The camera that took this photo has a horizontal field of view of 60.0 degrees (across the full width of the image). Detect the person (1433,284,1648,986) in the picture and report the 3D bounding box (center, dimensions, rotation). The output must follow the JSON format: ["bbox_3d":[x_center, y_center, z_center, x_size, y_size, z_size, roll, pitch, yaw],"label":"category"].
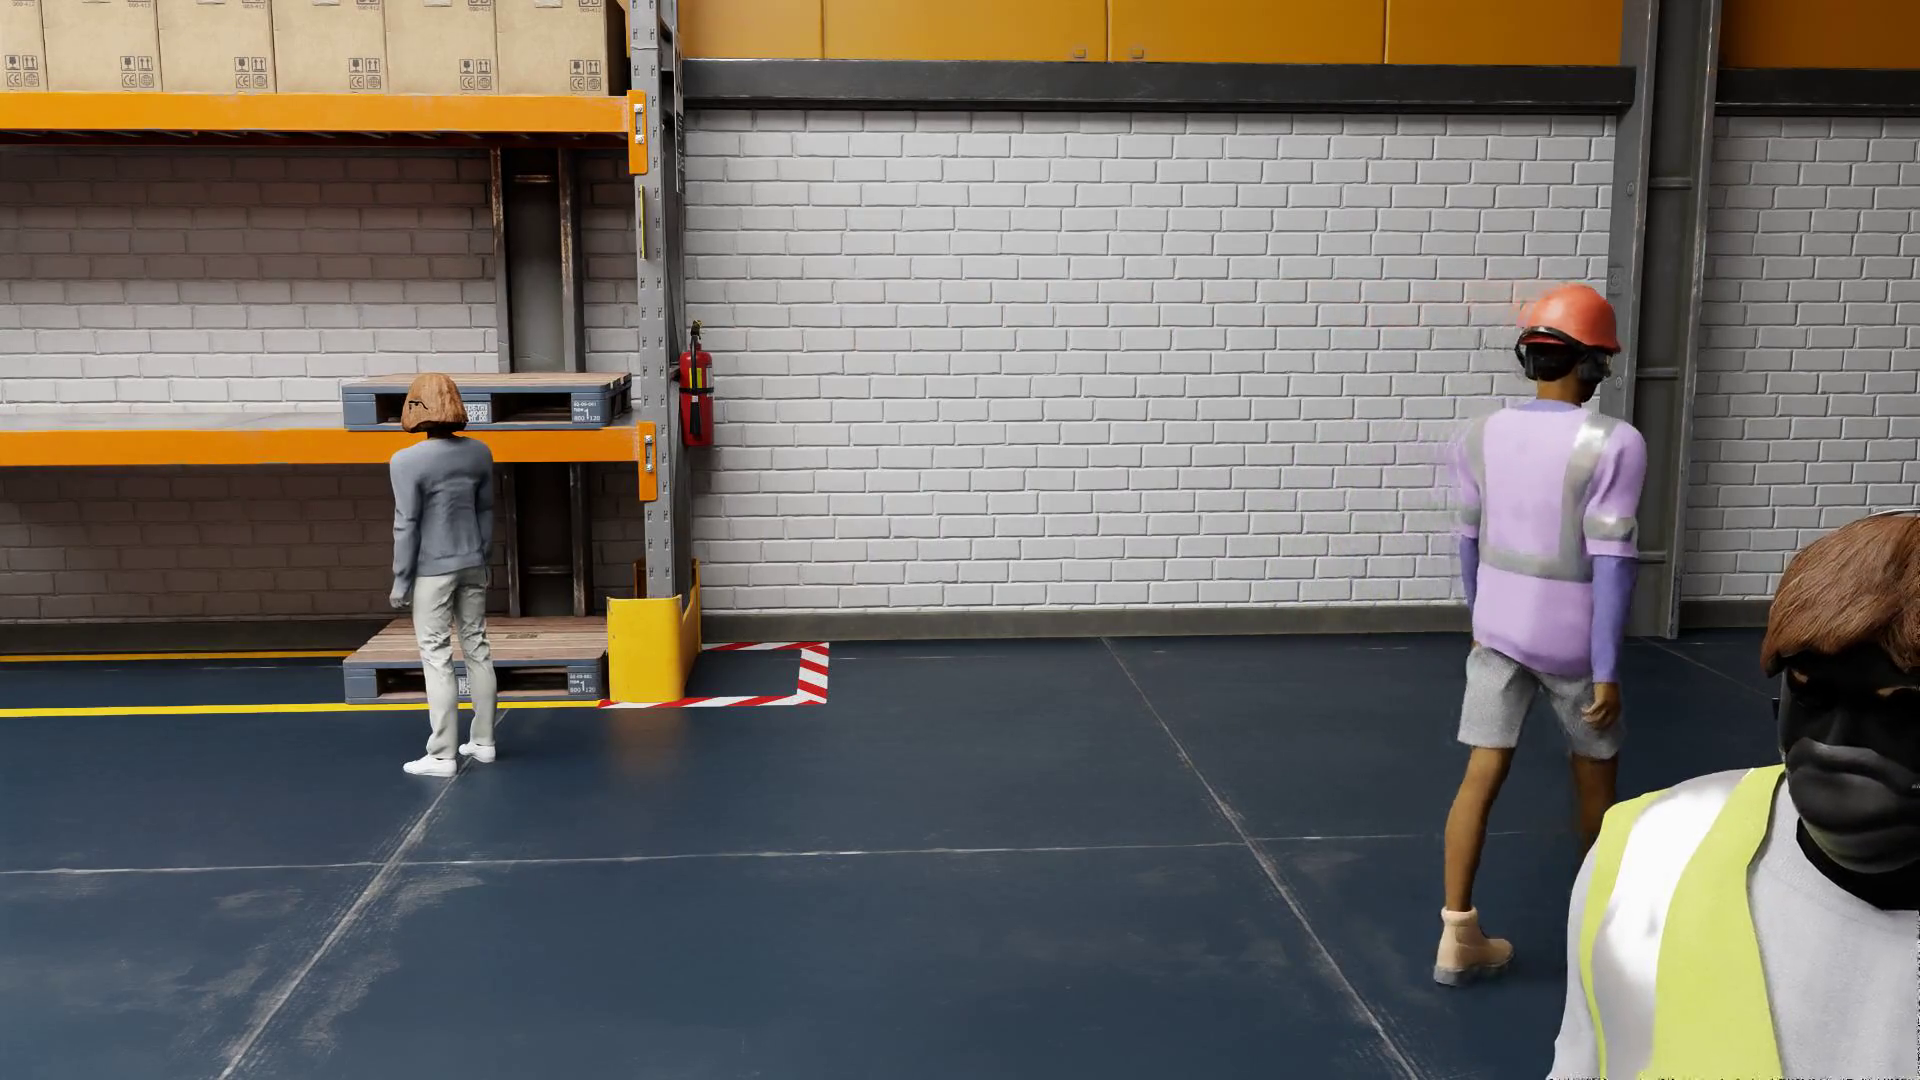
[{"bbox_3d":[1.750,0.261,4.875,1.050,1.984,0.639,-7,11,-37],"label":"person"}]

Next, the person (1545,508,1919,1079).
[{"bbox_3d":[0.760,0.883,1.435,0.428,1.842,0.631,-9,12,-43],"label":"person"}]

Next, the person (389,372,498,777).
[{"bbox_3d":[-2.094,0.140,6.755,0.279,1.633,0.504,5,11,30],"label":"person"}]
